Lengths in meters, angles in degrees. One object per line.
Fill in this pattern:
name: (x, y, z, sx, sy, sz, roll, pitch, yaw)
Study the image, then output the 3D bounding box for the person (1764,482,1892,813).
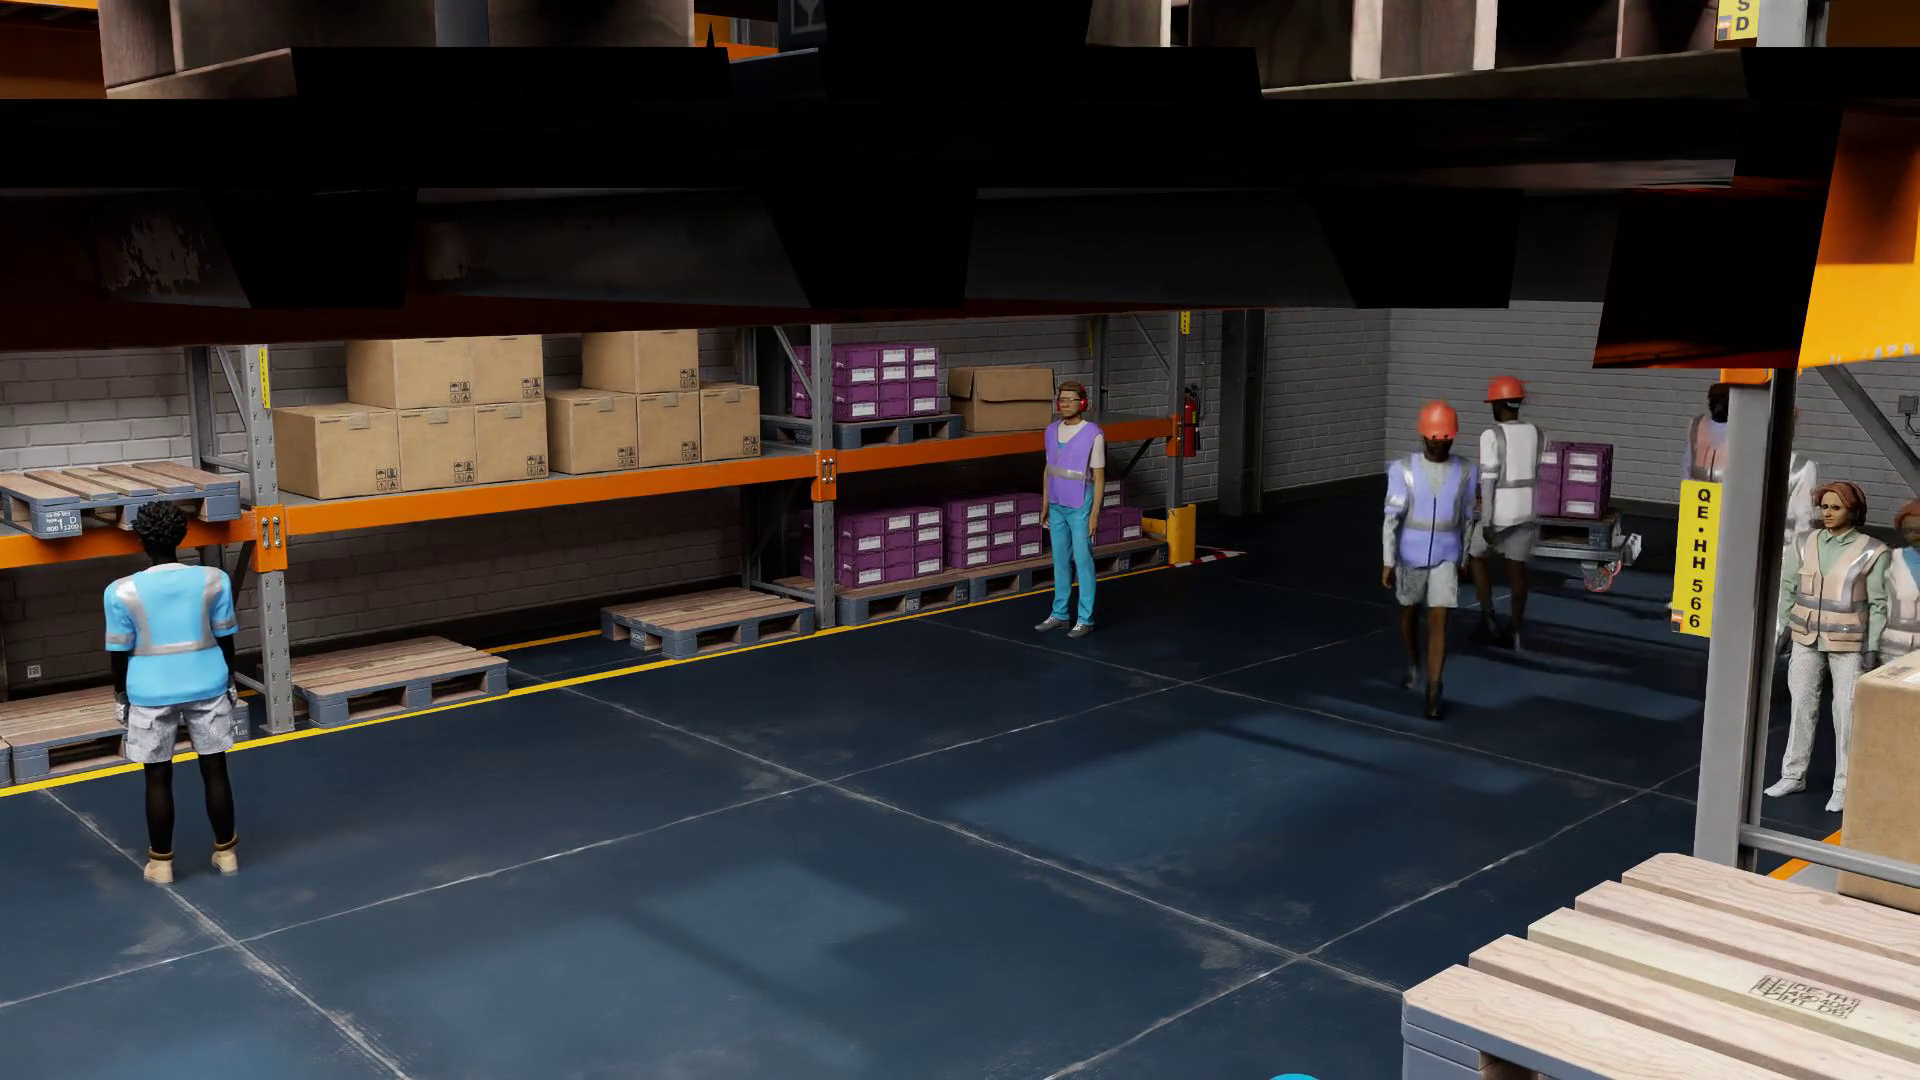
person: (4.317, 0.521, 8.261, 0.306, 1.640, 0.522, -7, 12, -35)

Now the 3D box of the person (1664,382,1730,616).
person: (5.676, -0.282, 12.485, 0.646, 1.795, 0.930, 9, 13, 43)

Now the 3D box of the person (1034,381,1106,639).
person: (0.814, -0.226, 12.017, 0.380, 1.849, 0.570, -8, 13, -41)

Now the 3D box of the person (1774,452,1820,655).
person: (4.818, 0.110, 9.991, 0.439, 1.869, 0.593, -7, 12, -36)

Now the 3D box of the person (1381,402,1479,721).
person: (2.849, 0.082, 10.146, 0.558, 1.892, 1.013, 2, 10, 10)

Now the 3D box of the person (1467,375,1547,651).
person: (3.801, -0.189, 11.616, 0.543, 1.910, 0.528, -3, 10, -15)

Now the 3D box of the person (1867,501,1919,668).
person: (4.620, 0.584, 8.056, 0.493, 1.581, 0.907, 4, 11, 24)

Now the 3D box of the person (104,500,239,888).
person: (-3.408, 0.671, 7.240, 0.534, 1.694, 0.320, -7, 12, -34)
